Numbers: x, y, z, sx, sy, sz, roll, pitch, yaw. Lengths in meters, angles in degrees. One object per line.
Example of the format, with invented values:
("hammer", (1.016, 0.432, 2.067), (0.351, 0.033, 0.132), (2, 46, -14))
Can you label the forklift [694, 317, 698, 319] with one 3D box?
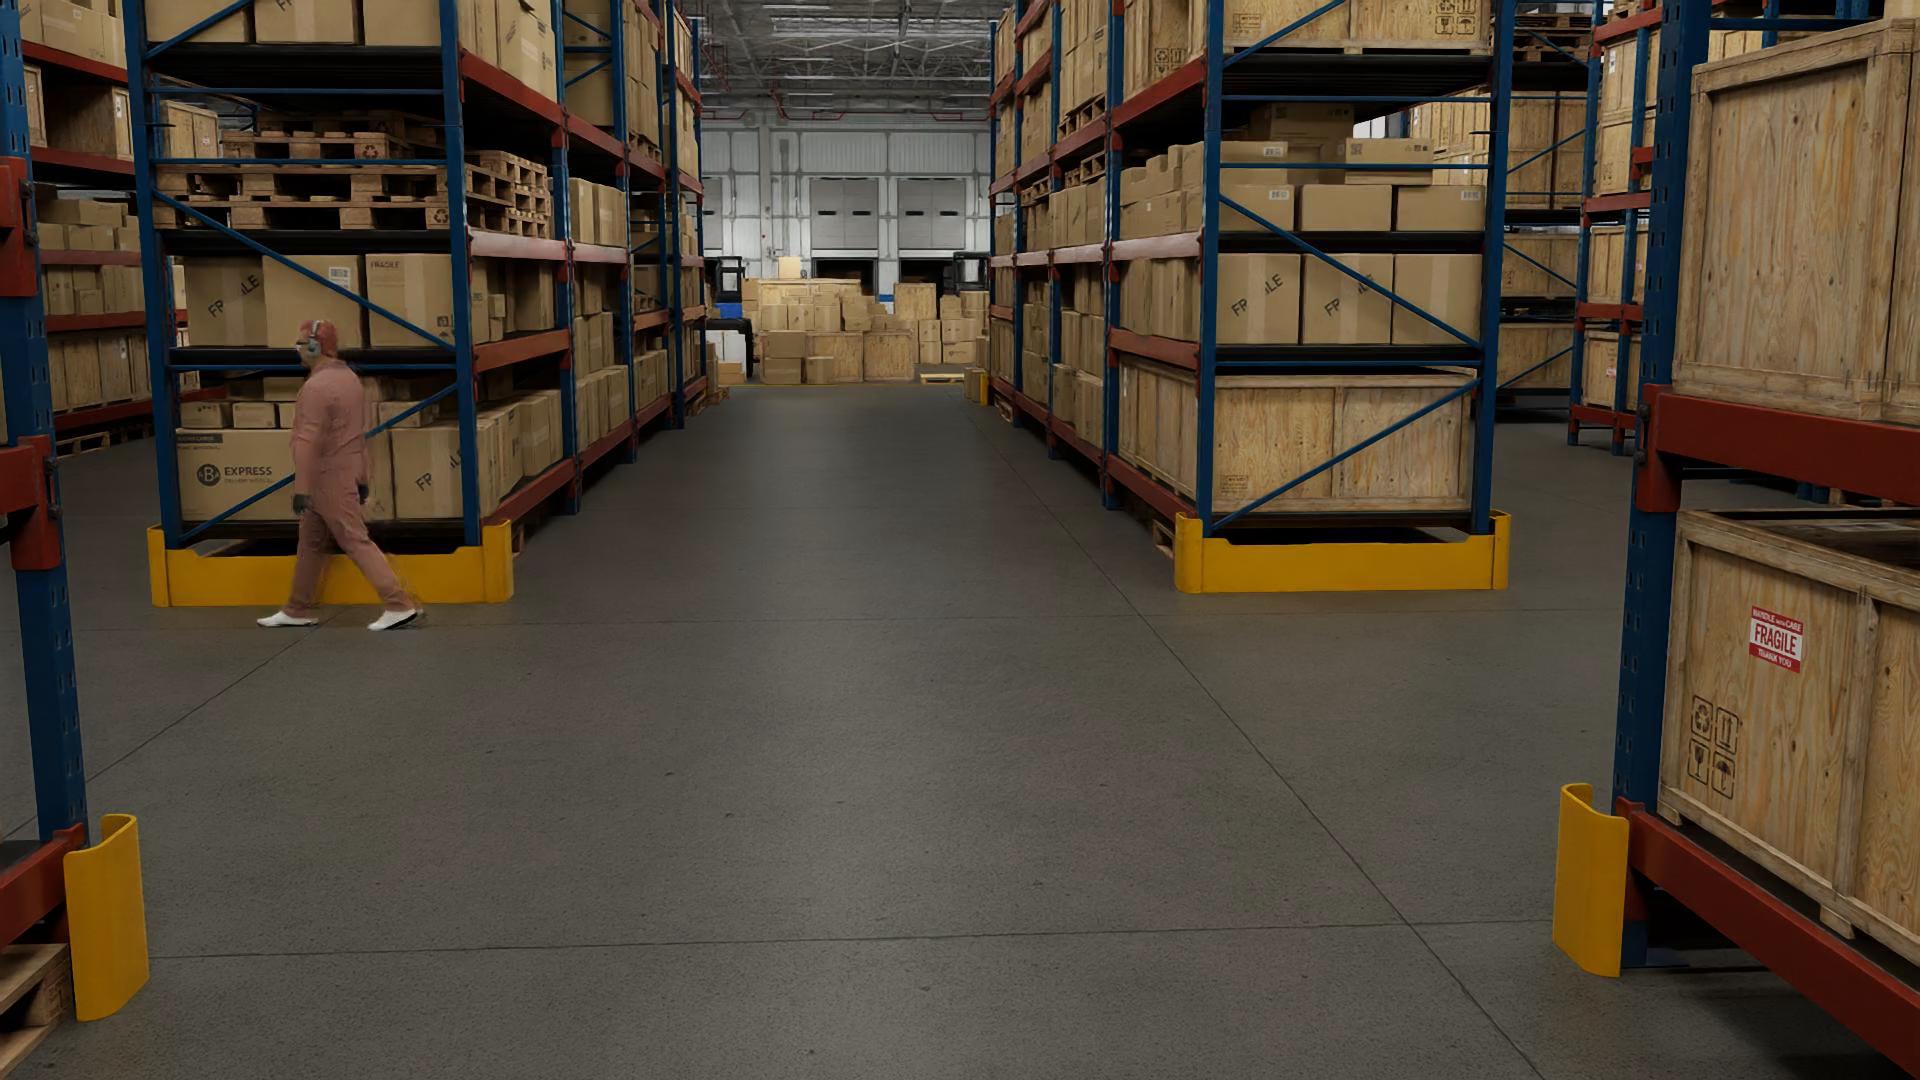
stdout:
("forklift", (-5.880, -5.096, 36.328), (1.873, 2.768, 1.129), (-1, 9, -5))

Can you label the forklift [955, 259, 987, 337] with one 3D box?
("forklift", (0.278, -7.332, 50.367), (1.129, 2.768, 1.873), (-2, 9, -10))

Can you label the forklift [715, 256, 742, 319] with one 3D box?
("forklift", (-8.573, -9.185, 62.001), (1.129, 2.768, 1.873), (-1, 9, -4))

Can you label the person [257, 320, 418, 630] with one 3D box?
("person", (-3.713, -0.373, 9.875), (0.977, 1.865, 0.659), (-1, 9, -4))

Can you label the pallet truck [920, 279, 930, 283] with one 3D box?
("pallet truck", (-0.932, -8.922, 63.114), (1.885, 1.965, 0.823), (2, 9, 13))
